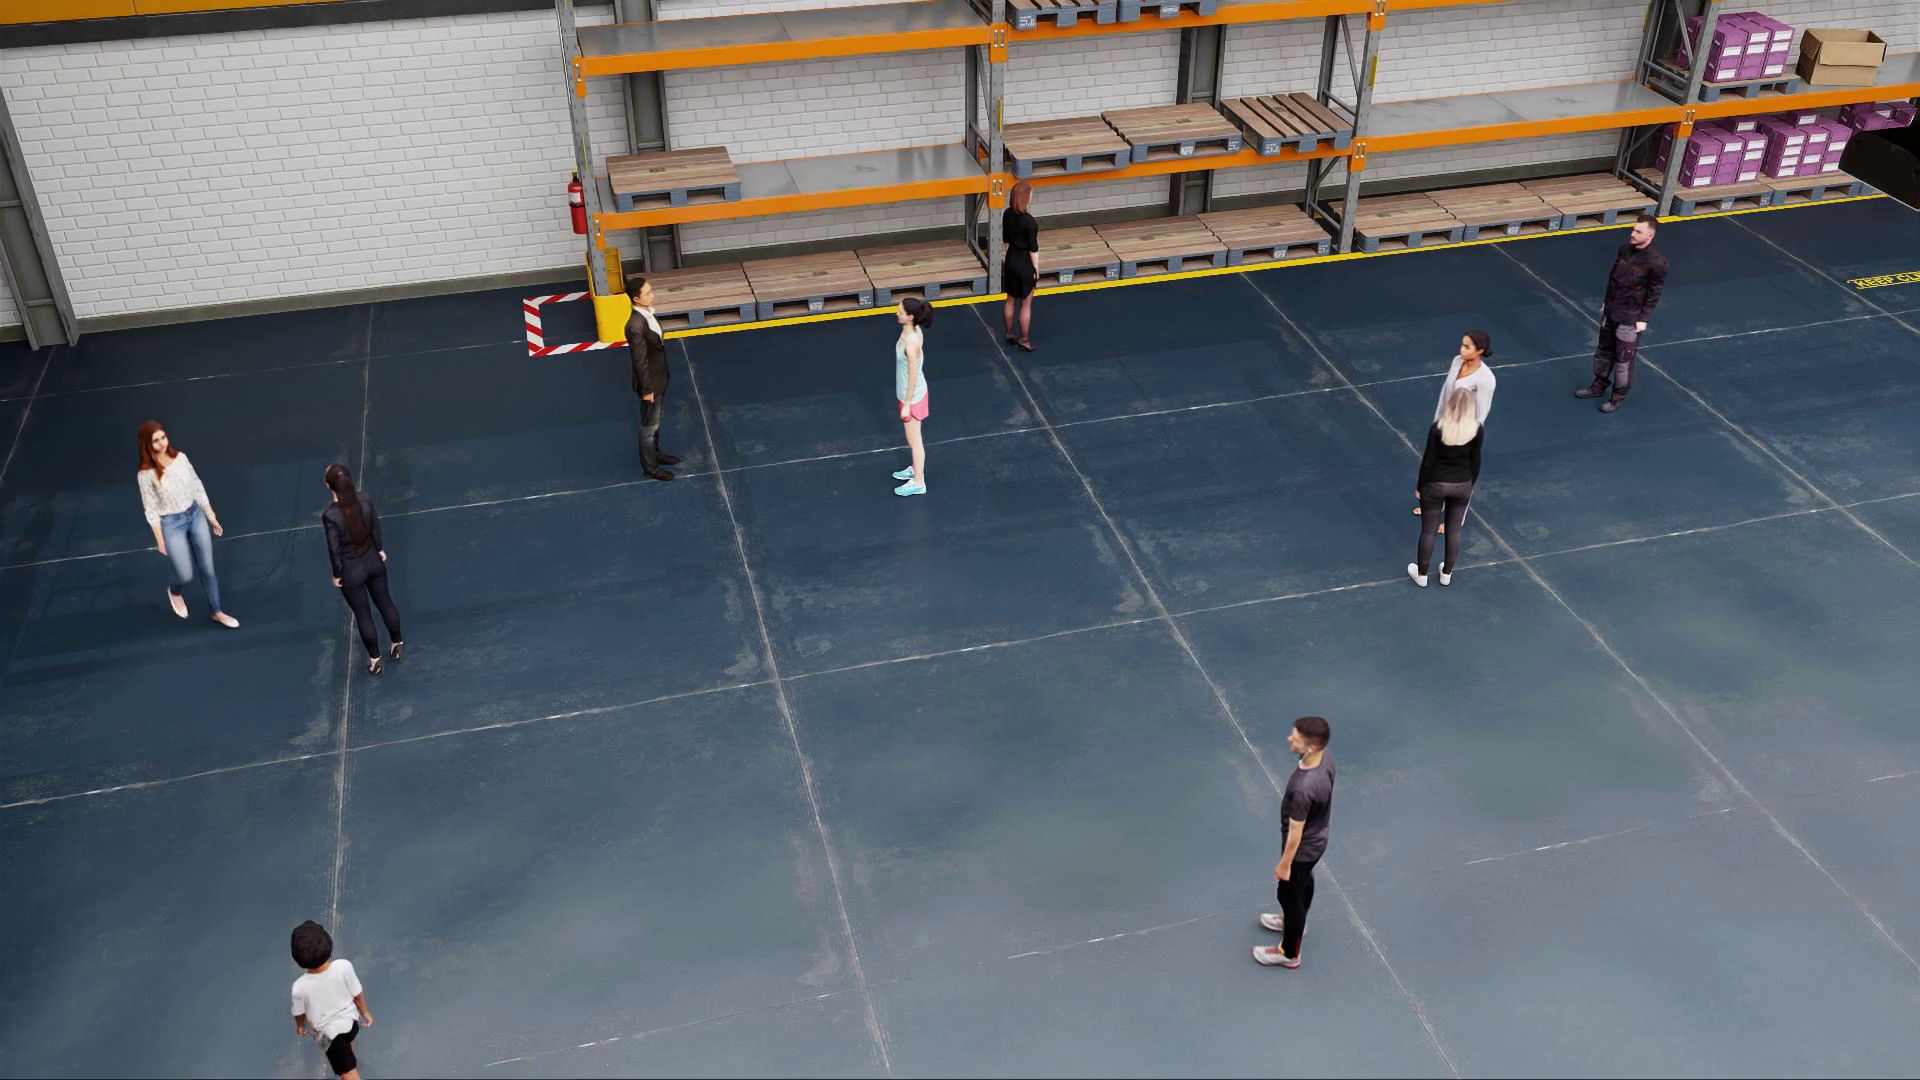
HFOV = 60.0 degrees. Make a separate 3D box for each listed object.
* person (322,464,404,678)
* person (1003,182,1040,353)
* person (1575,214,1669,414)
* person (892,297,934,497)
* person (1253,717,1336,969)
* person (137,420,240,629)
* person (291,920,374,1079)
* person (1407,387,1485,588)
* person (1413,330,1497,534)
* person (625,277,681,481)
[{"bbox_3d":[-4.203,0.202,11.676,0.703,1.711,0.620,22,39,29],"label":"person"},{"bbox_3d":[0.575,-2.610,15.911,0.648,1.707,0.655,-27,42,-34],"label":"person"},{"bbox_3d":[5.998,-2.066,14.956,0.679,1.857,0.758,-15,36,-21],"label":"person"},{"bbox_3d":[-0.406,-1.194,13.727,0.646,1.766,0.631,-1,34,-2],"label":"person"},{"bbox_3d":[1.930,1.690,9.391,0.735,1.761,0.721,11,35,16],"label":"person"},{"bbox_3d":[-5.728,-0.121,12.155,0.919,1.719,0.863,19,38,26],"label":"person"},{"bbox_3d":[-3.224,2.523,8.621,0.863,1.227,0.791,-25,41,-33],"label":"person"},{"bbox_3d":[3.683,-0.392,12.592,0.565,1.686,0.723,0,34,1],"label":"person"},{"bbox_3d":[4.000,-0.894,13.302,0.598,1.737,0.678,-15,37,-22],"label":"person"},{"bbox_3d":[-2.613,-1.373,13.961,0.638,1.804,0.740,0,34,1],"label":"person"}]
